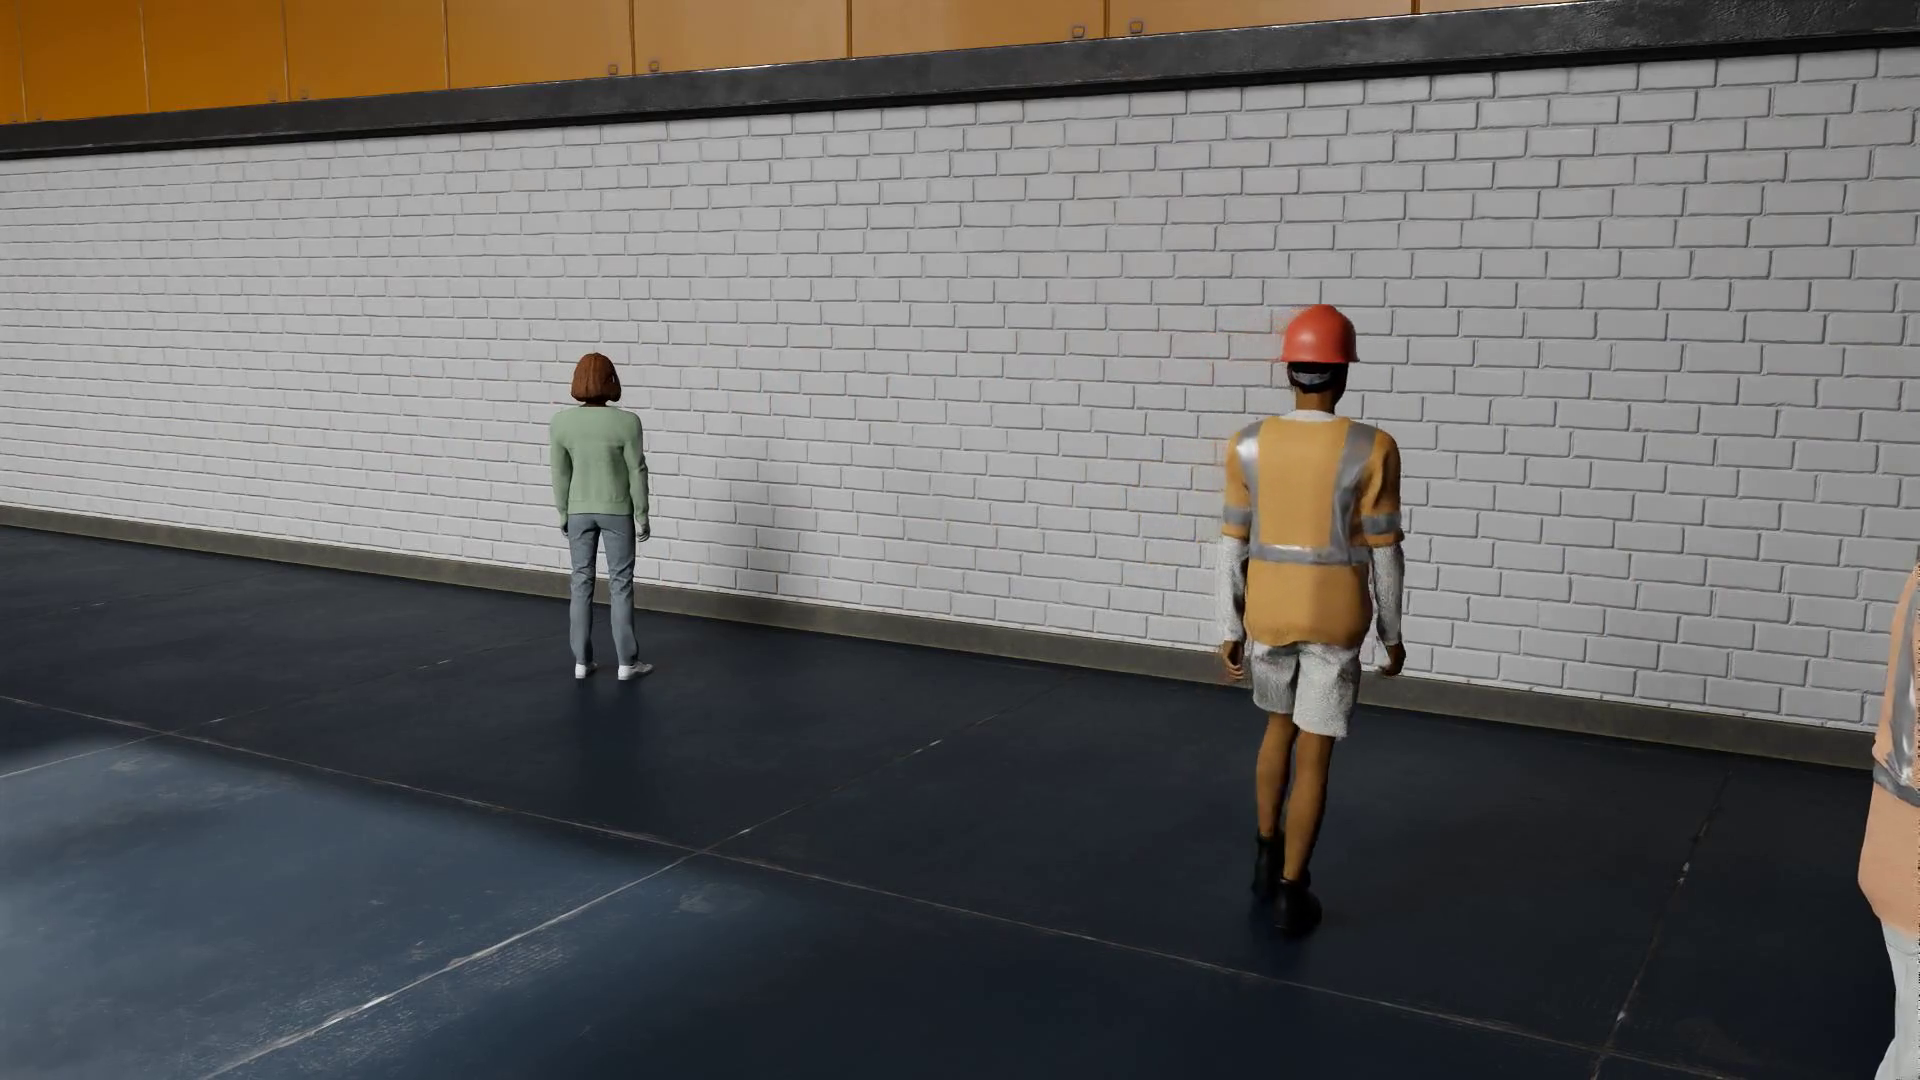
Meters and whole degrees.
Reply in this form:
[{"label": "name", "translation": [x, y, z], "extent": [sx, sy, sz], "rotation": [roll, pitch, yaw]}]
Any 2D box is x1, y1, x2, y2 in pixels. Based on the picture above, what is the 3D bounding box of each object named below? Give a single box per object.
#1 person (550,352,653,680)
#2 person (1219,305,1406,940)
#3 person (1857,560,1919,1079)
[{"label": "person", "translation": [-1.782, -0.113, 8.285], "extent": [0.500, 1.636, 0.285], "rotation": [2, 9, 10]}, {"label": "person", "translation": [1.102, 0.241, 5.163], "extent": [0.544, 1.918, 0.648], "rotation": [6, 11, 33]}, {"label": "person", "translation": [1.755, 0.615, 2.846], "extent": [0.379, 1.922, 0.592], "rotation": [6, 11, 34]}]
